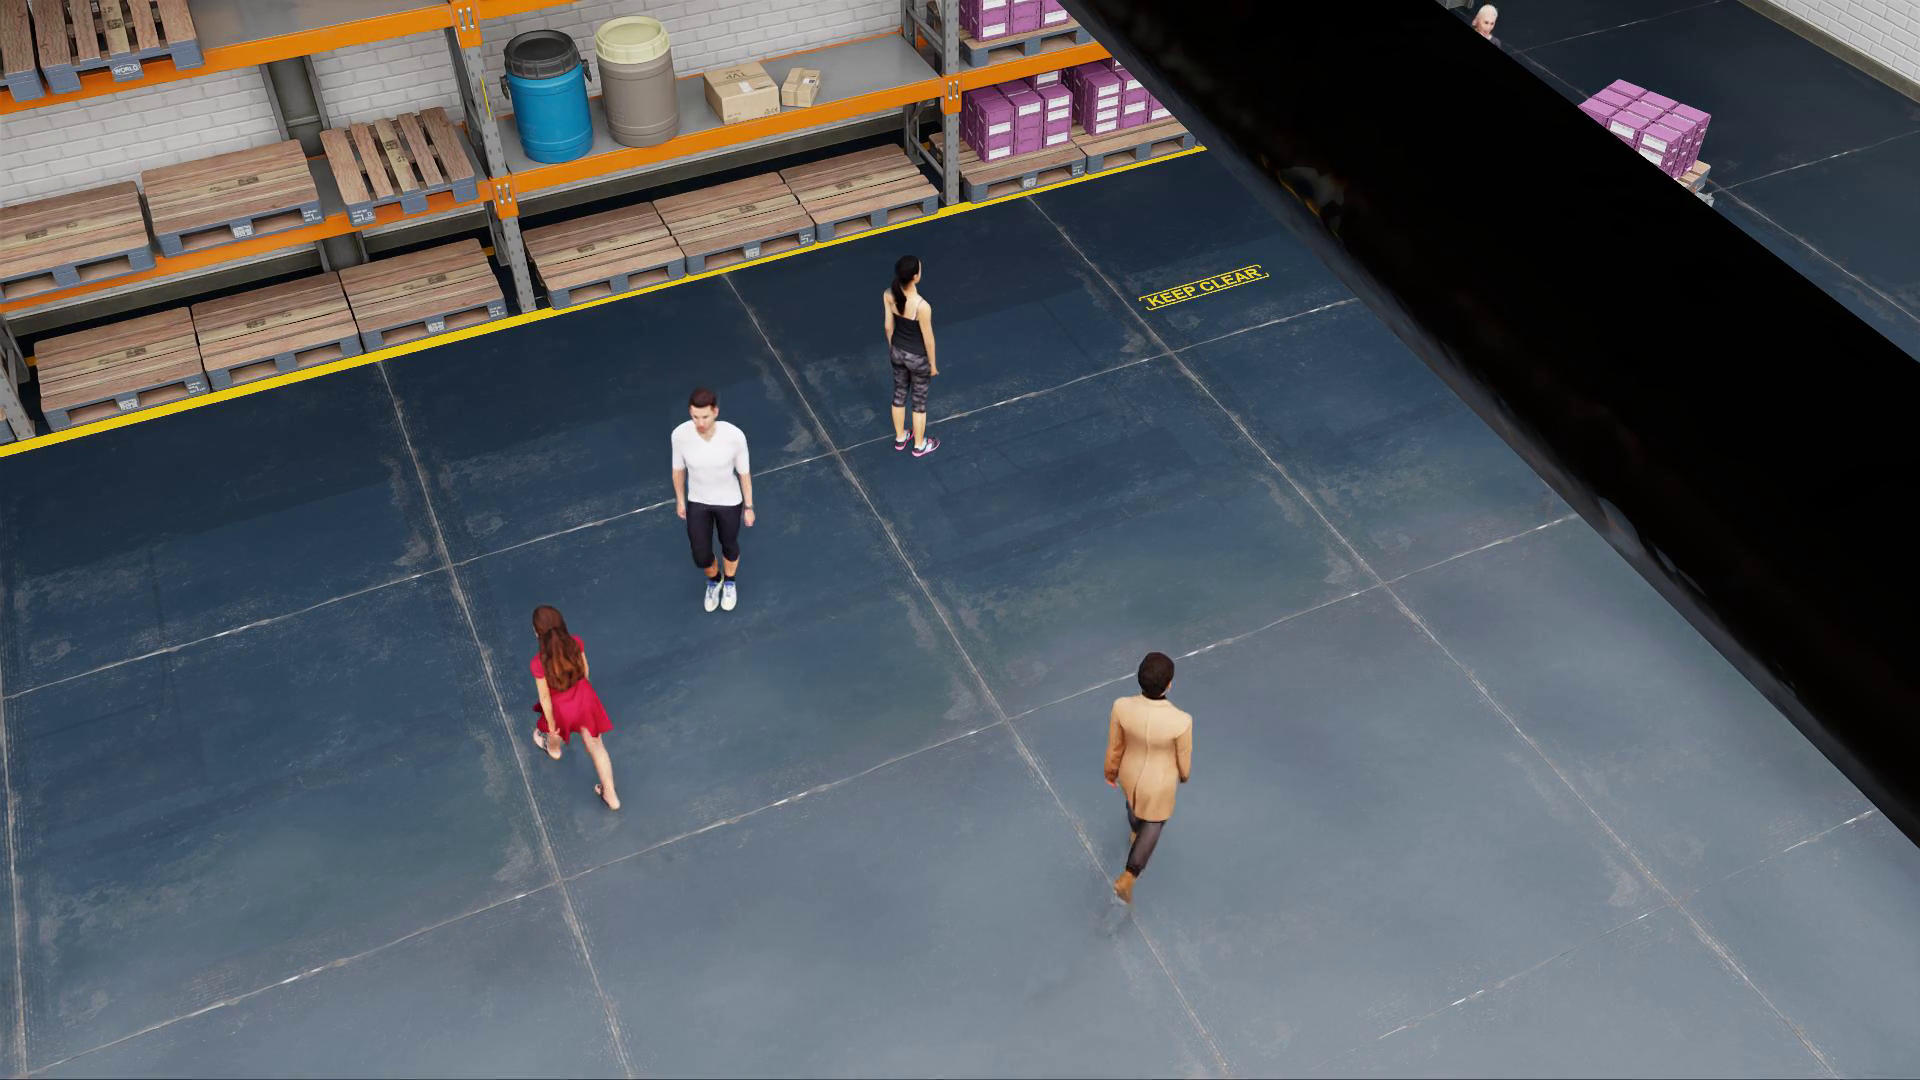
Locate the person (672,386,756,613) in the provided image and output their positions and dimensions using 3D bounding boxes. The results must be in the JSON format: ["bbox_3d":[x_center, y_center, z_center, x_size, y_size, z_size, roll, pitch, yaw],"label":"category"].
[{"bbox_3d":[-1.649,-0.331,11.216,0.713,1.843,0.844,-1,44,-1],"label":"person"}]

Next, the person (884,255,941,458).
[{"bbox_3d":[-0.377,-1.362,12.383,0.663,1.726,0.693,25,49,24],"label":"person"}]

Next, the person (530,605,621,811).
[{"bbox_3d":[-2.307,1.032,10.029,1.078,1.506,0.844,-33,53,-30],"label":"person"}]

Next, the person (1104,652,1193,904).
[{"bbox_3d":[1.048,1.378,9.526,1.000,1.700,1.116,18,47,18],"label":"person"}]

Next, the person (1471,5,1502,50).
[{"bbox_3d":[4.662,-4.156,15.333,1.039,1.701,1.055,11,45,12],"label":"person"}]
